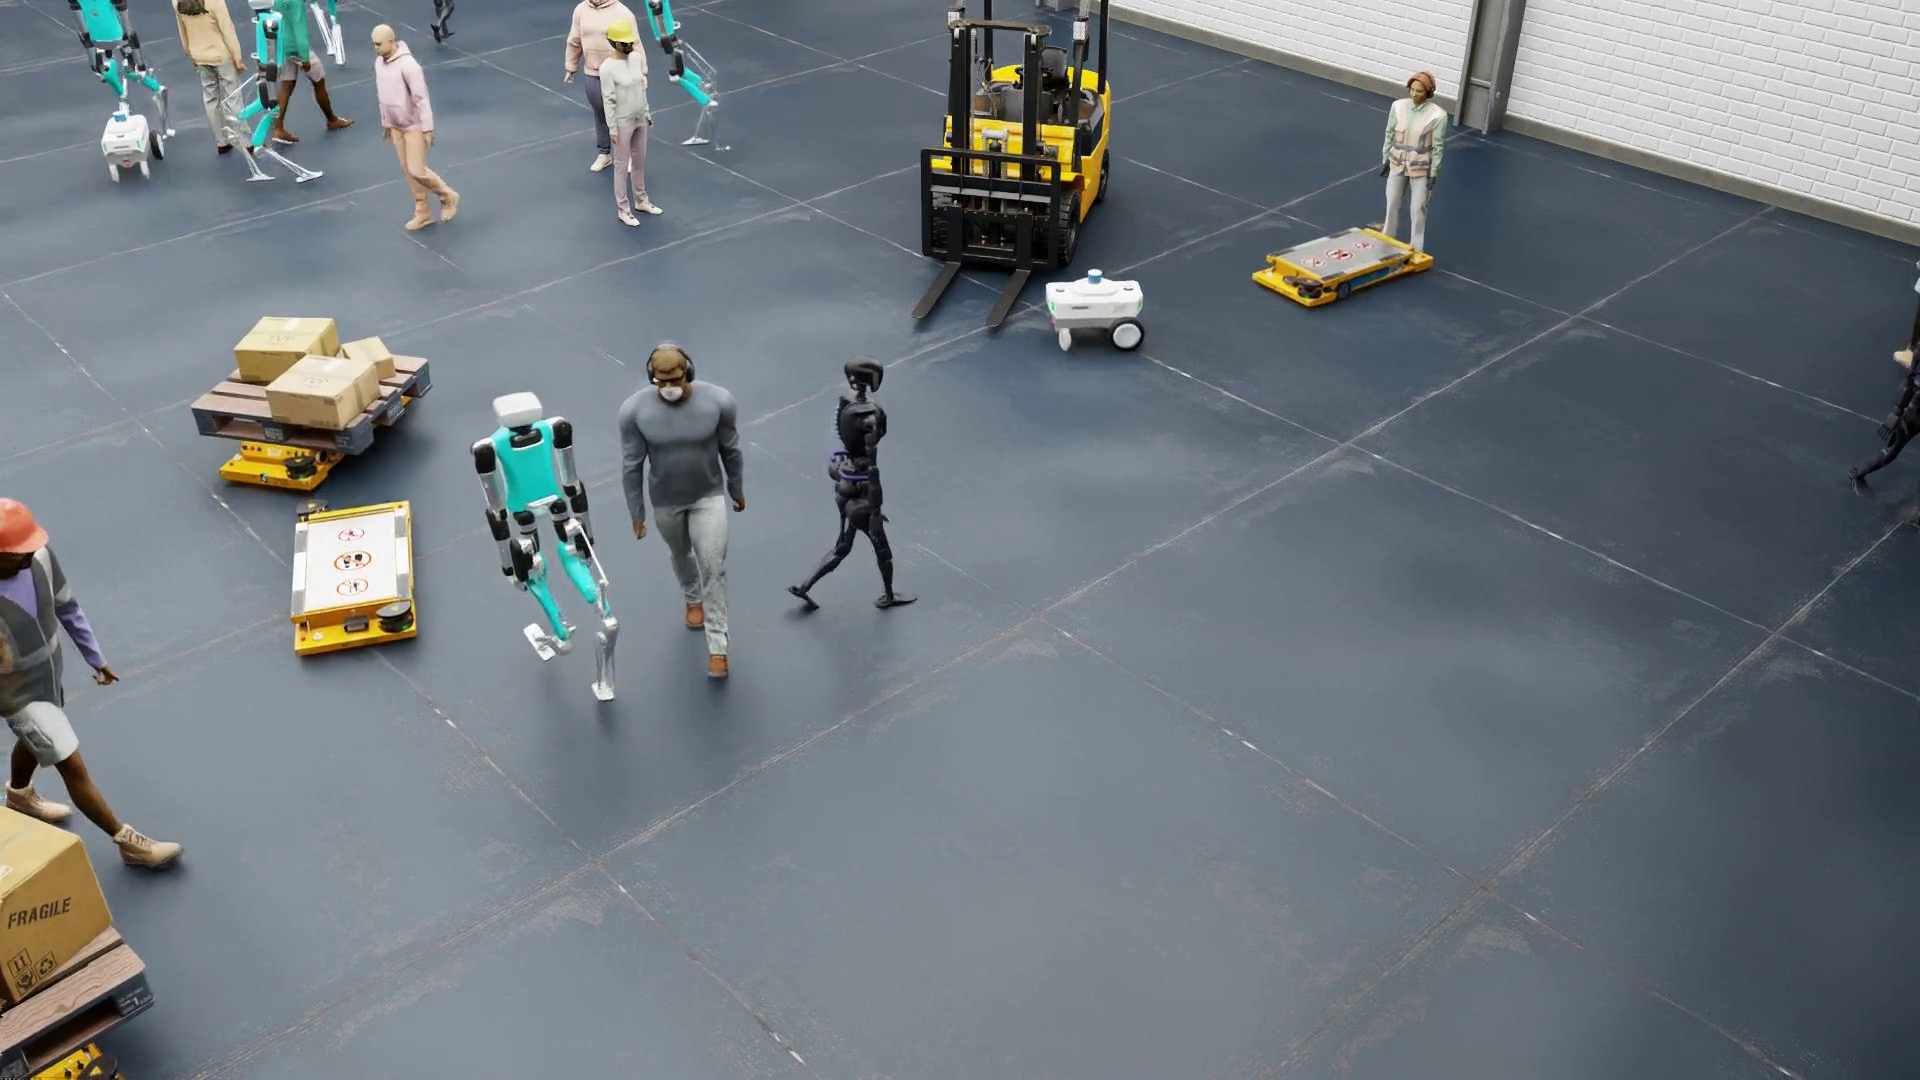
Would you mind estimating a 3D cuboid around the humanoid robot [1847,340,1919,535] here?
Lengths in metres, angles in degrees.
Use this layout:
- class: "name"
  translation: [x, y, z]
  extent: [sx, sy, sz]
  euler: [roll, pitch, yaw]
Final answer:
- class: "humanoid robot"
  translation: [5.977, -0.861, 10.254]
  extent: [0.609, 1.631, 0.769]
  euler: [-4, 33, -6]

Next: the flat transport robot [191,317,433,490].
- class: "flat transport robot"
  translation: [-4.379, -0.802, 11.407]
  extent: [0.659, 0.231, 1.431]
  euler: [7, 34, 11]

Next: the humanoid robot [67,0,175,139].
- class: "humanoid robot"
  translation: [-7.986, -4.629, 15.989]
  extent: [0.531, 1.789, 0.883]
  euler: [1, 33, 1]

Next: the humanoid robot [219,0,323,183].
- class: "humanoid robot"
  translation: [-6.369, -3.999, 14.965]
  extent: [0.886, 1.749, 0.543]
  euler: [-14, 35, -20]

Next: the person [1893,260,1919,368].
- class: "person"
  translation: [7.188, -2.024, 11.977]
  extent: [0.544, 1.698, 0.317]
  euler: [2, 33, 3]

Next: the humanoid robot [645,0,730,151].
- class: "humanoid robot"
  translation: [-2.526, -4.514, 15.863]
  extent: [0.880, 1.854, 0.568]
  euler: [-5, 33, -8]

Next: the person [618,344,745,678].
- class: "person"
  translation: [-1.475, -0.166, 8.942]
  extent: [0.639, 1.885, 1.013]
  euler: [-4, 33, -5]

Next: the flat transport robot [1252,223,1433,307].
- class: "flat transport robot"
  translation: [3.153, -2.263, 13.652]
  extent: [1.431, 0.231, 0.659]
  euler: [-21, 38, -29]

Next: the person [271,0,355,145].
- class: "person"
  translation: [-6.454, -4.756, 16.087]
  extent: [0.522, 1.799, 0.940]
  euler: [21, 39, 29]

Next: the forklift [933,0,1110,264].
- class: "forklift"
  translation: [0.570, -3.725, 14.138]
  extent: [1.214, 2.155, 2.313]
  euler: [9, 34, 13]

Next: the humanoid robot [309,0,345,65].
- class: "humanoid robot"
  translation: [-6.995, -6.072, 18.150]
  extent: [0.545, 1.734, 0.969]
  euler: [-8, 34, -12]

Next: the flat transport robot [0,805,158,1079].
- class: "flat transport robot"
  translation: [-4.121, 2.091, 6.959]
  extent: [1.431, 0.231, 0.659]
  euler: [26, 41, 34]

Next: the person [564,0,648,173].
- class: "person"
  translation: [-3.258, -4.347, 15.387]
  extent: [0.795, 1.870, 0.408]
  euler: [5, 33, 7]

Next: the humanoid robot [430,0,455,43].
- class: "humanoid robot"
  translation: [-6.010, -6.488, 18.871]
  extent: [0.590, 1.637, 0.618]
  euler: [9, 34, 13]

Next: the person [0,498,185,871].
- class: "person"
  translation: [-4.251, 0.649, 7.628]
  extent: [1.068, 1.972, 0.647]
  euler: [5, 33, 8]

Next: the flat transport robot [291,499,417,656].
- class: "flat transport robot"
  translation: [-3.606, 0.172, 9.909]
  extent: [0.659, 0.231, 1.431]
  euler: [-9, 34, -14]

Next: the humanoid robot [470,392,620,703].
- class: "humanoid robot"
  translation: [-2.070, 0.131, 8.641]
  extent: [0.530, 1.724, 1.057]
  euler: [-21, 39, -29]

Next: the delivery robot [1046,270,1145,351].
- class: "delivery robot"
  translation: [1.044, -1.751, 12.613]
  extent: [0.778, 0.607, 0.500]
  euler: [-2, 33, -2]

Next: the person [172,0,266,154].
- class: "person"
  translation: [-7.056, -4.565, 15.719]
  extent: [0.551, 1.877, 0.410]
  euler: [6, 33, 9]

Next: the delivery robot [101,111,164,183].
- class: "delivery robot"
  translation: [-7.833, -3.732, 15.654]
  extent: [0.499, 0.603, 0.803]
  euler: [-10, 34, -15]

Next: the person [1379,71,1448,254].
- class: "person"
  translation: [3.670, -3.013, 13.555]
  extent: [0.516, 1.633, 0.316]
  euler: [25, 41, 33]

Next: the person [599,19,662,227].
- class: "person"
  translation: [-2.842, -3.609, 14.346]
  extent: [0.314, 1.767, 0.534]
  euler: [18, 37, 25]

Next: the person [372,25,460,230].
- class: "person"
  translation: [-4.703, -3.527, 14.216]
  extent: [0.548, 1.766, 0.438]
  euler: [21, 38, 29]

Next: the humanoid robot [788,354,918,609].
- class: "humanoid robot"
  translation: [-0.624, -0.285, 9.372]
  extent: [0.742, 1.646, 0.608]
  euler: [-10, 34, -15]
